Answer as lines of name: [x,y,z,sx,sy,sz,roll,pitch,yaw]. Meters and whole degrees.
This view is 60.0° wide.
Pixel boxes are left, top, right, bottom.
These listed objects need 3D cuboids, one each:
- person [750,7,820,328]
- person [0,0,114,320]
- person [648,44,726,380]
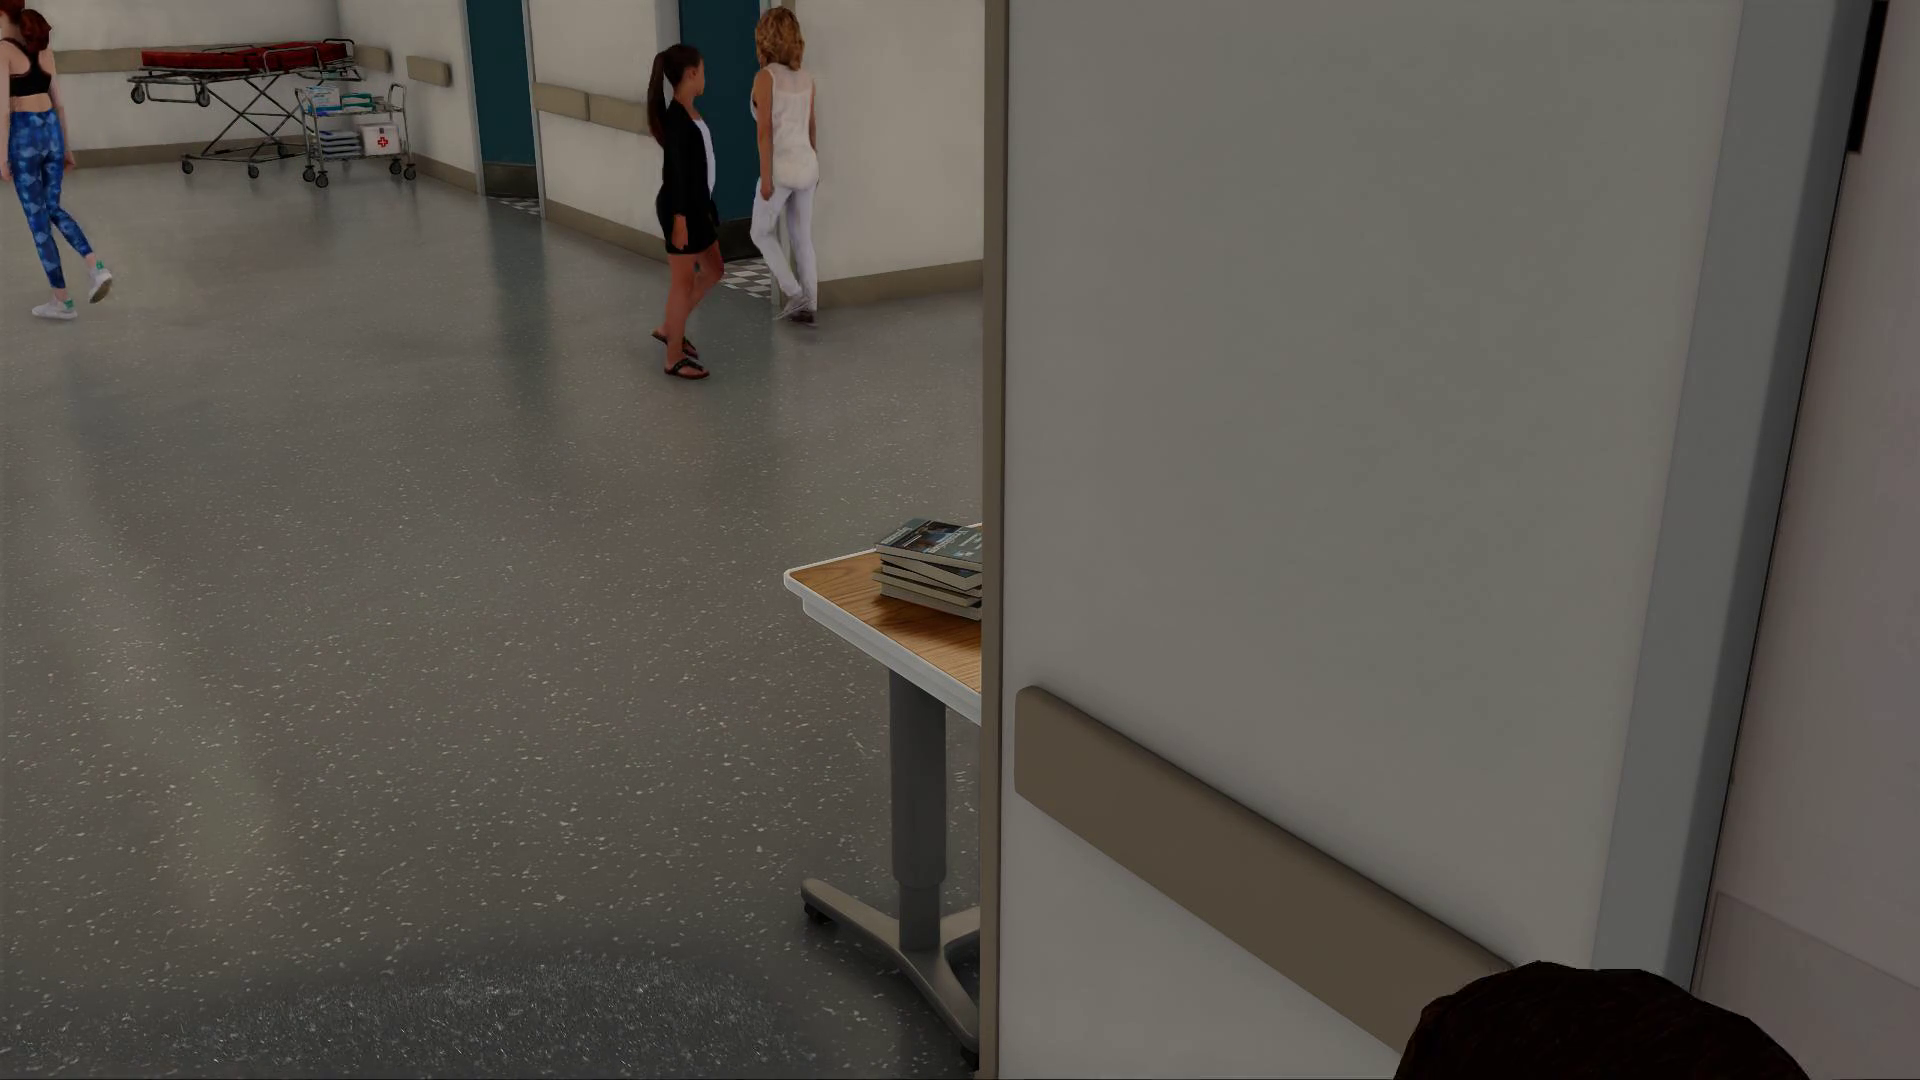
person: [-0.867,-1.940,8.791,0.715,1.651,0.695,16,26,35]
person: [-4.874,-2.051,8.904,0.880,1.779,0.803,6,22,16]
person: [-1.360,-1.592,8.023,0.788,1.543,0.704,4,21,9]
